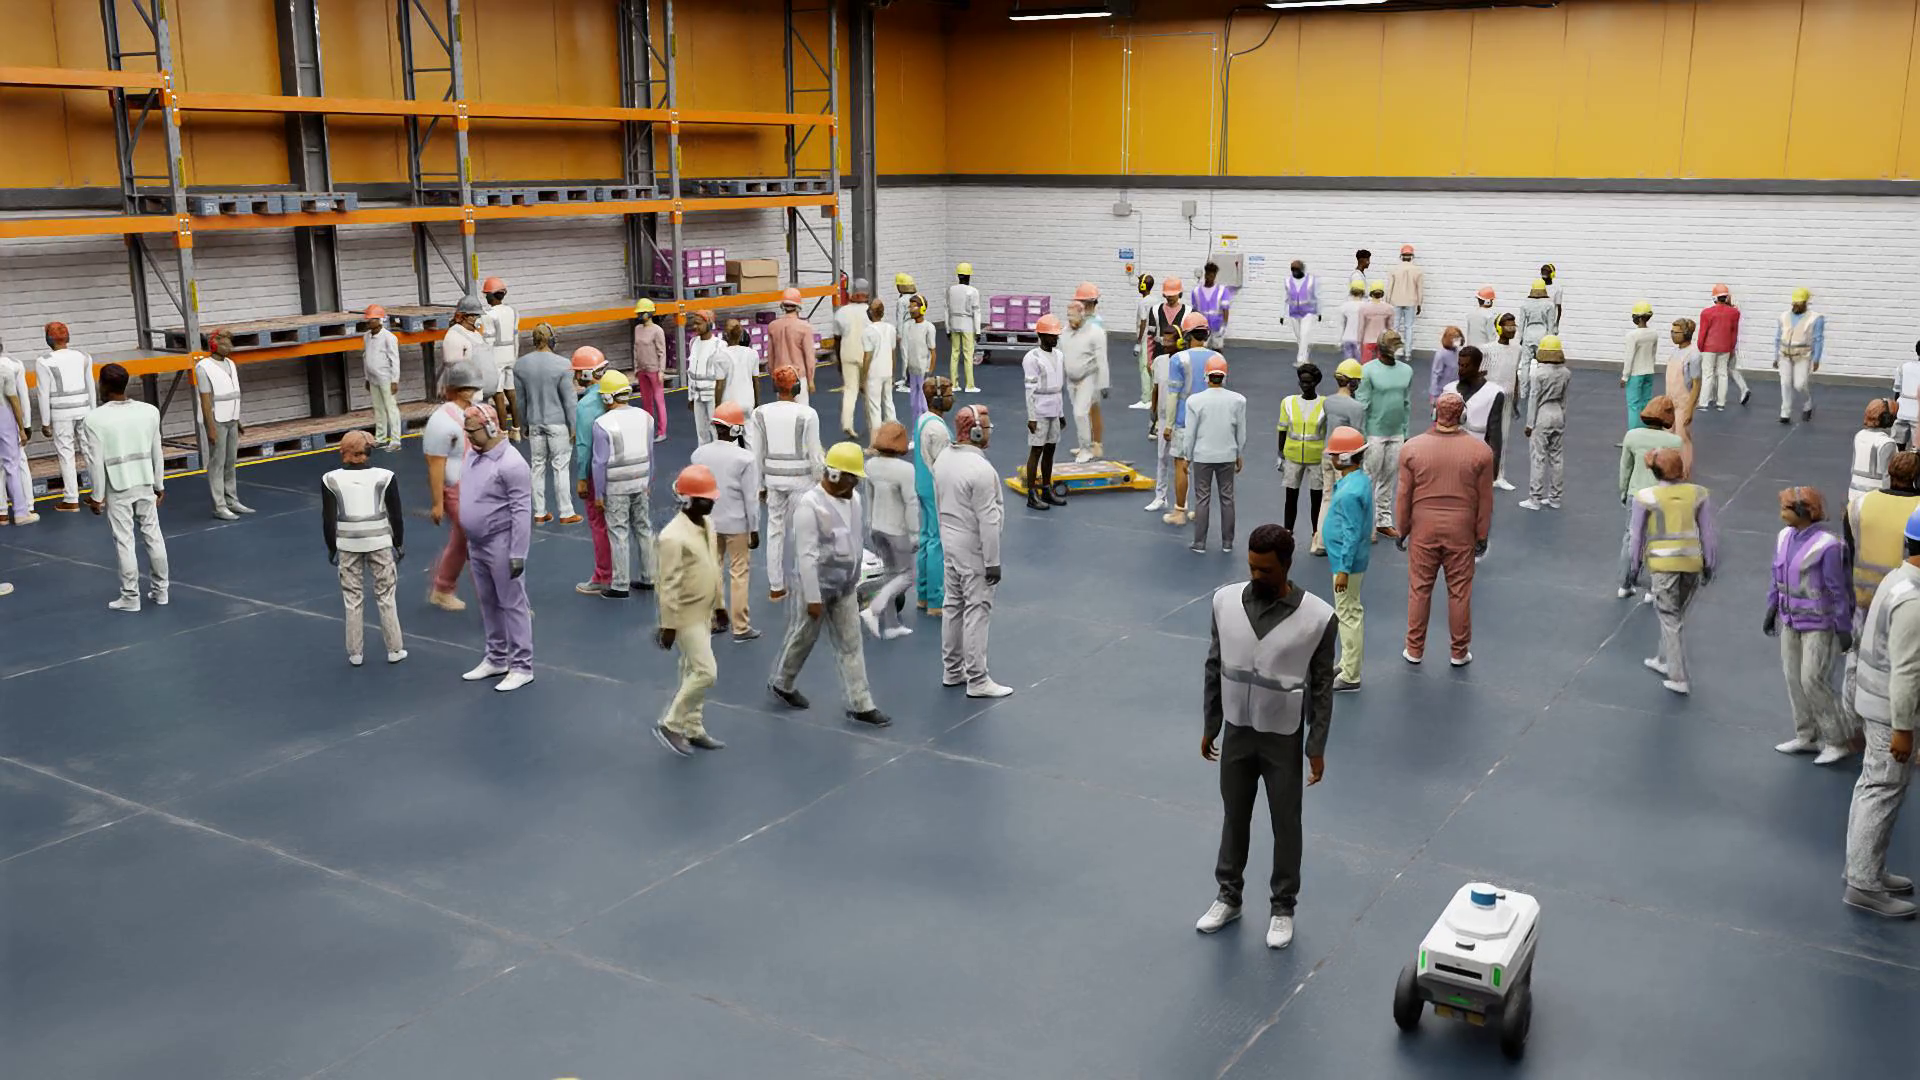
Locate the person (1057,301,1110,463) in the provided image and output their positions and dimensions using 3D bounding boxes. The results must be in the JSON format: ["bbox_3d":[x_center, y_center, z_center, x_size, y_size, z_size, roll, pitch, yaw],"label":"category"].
[{"bbox_3d":[1.373,-1.798,18.999,0.666,1.863,0.680,-11,17,-38],"label":"person"}]

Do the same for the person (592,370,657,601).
[{"bbox_3d":[-2.671,-0.432,13.170,0.404,1.824,0.591,9,16,35],"label":"person"}]

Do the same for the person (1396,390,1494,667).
[{"bbox_3d":[3.311,-0.072,11.411,0.638,1.910,0.407,4,14,16],"label":"person"}]

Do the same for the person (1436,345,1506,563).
[{"bbox_3d":[4.312,-0.707,14.192,0.479,1.899,0.606,-9,16,-33],"label":"person"}]

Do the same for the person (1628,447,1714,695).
[{"bbox_3d":[4.659,0.180,10.992,0.514,1.589,0.714,-2,13,-7],"label":"person"}]

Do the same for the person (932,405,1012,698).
[{"bbox_3d":[0.089,0.071,10.794,0.407,1.908,0.641,-8,15,-30],"label":"person"}]

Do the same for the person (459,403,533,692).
[{"bbox_3d":[-3.072,0.045,10.925,0.643,1.900,0.399,12,18,42],"label":"person"}]

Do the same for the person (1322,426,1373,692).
[{"bbox_3d":[2.516,0.122,10.909,0.340,1.747,0.570,4,14,17],"label":"person"}]

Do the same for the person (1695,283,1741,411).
[{"bbox_3d":[10.438,-2.661,22.967,0.563,1.755,0.320,-1,13,-5],"label":"person"}]

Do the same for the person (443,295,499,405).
[{"bbox_3d":[-5.194,-1.608,17.783,0.535,2.000,0.679,1,13,6],"label":"person"}]

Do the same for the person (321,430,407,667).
[{"bbox_3d":[-4.085,0.062,11.424,0.523,1.636,0.310,-3,13,-13],"label":"person"}]

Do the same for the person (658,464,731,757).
[{"bbox_3d":[-1.525,0.411,9.683,0.382,1.734,0.578,3,13,12],"label":"person"}]

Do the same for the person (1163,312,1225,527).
[{"bbox_3d":[2.207,-1.140,15.786,0.617,2.029,0.406,-6,14,-26],"label":"person"}]

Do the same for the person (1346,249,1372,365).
[{"bbox_3d":[6.657,-3.885,27.852,0.385,1.957,0.603,4,14,16],"label":"person"}]

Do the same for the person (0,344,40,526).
[{"bbox_3d":[-9.119,-1.046,15.774,0.508,1.844,0.345,0,13,1],"label":"person"}]

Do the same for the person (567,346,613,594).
[{"bbox_3d":[-2.918,-0.563,13.371,0.406,1.986,0.615,3,13,12],"label":"person"}]

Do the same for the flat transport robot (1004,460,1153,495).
[{"bbox_3d":[1.249,-0.664,17.564,1.431,0.197,0.652,-4,14,-17],"label":"flat transport robot"}]

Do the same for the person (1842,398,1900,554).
[{"bbox_3d":[7.082,-0.288,12.933,0.307,1.641,0.513,0,13,-1],"label":"person"}]

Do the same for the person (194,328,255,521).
[{"bbox_3d":[-7.155,-1.124,16.107,0.388,1.847,0.563,1,13,5],"label":"person"}]

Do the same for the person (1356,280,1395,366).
[{"bbox_3d":[5.817,-2.752,23.346,0.524,1.769,0.309,-1,13,-2],"label":"person"}]

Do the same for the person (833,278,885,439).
[{"bbox_3d":[-1.258,-2.288,20.729,0.681,2.000,0.982,3,13,11],"label":"person"}]

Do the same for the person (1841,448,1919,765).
[{"bbox_3d":[5.394,0.380,9.597,0.429,1.844,0.627,-7,15,-27],"label":"person"}]

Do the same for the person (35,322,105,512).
[{"bbox_3d":[-8.820,-1.220,16.472,0.356,1.876,0.575,7,15,28],"label":"person"}]

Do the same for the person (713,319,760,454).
[{"bbox_3d":[-2.288,-1.339,17.043,0.507,1.847,0.344,-7,15,-30],"label":"person"}]

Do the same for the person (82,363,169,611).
[{"bbox_3d":[-6.414,-0.405,12.826,0.392,1.922,0.592,8,15,32],"label":"person"}]

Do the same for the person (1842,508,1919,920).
[{"bbox_3d":[4.354,0.774,7.678,0.416,1.938,0.611,6,14,26],"label":"person"}]

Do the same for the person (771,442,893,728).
[{"bbox_3d":[-0.835,0.256,10.316,0.917,1.771,0.610,9,16,35],"label":"person"}]

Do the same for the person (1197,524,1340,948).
[{"bbox_3d":[1.359,0.851,7.394,0.587,1.913,0.391,7,15,29],"label":"person"}]

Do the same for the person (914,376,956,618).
[{"bbox_3d":[-0.173,-0.329,12.660,0.335,1.845,0.513,-4,14,-18],"label":"person"}]

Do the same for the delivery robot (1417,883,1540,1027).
[{"bbox_3d":[2.113,1.637,6.758,0.477,0.478,0.707,8,15,30],"label":"delivery robot"}]

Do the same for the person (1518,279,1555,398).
[{"bbox_3d":[8.345,-2.912,24.111,0.486,1.737,0.315,7,15,28],"label":"person"}]

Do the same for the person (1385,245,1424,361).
[{"bbox_3d":[7.636,-4.075,28.615,0.623,1.983,0.413,2,13,9],"label":"person"}]

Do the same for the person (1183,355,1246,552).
[{"bbox_3d":[2.243,-0.760,14.729,0.562,1.752,0.327,-1,13,-6],"label":"person"}]

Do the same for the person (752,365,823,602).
[{"bbox_3d":[-1.332,-0.430,13.021,0.574,1.883,0.356,4,14,16],"label":"person"}]

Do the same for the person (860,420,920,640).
[{"bbox_3d":[-0.528,-0.047,11.910,0.501,1.624,0.522,-12,18,-42],"label":"person"}]

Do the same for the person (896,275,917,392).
[{"bbox_3d":[-0.788,-3.085,24.851,0.317,1.738,0.482,9,16,34],"label":"person"}]
